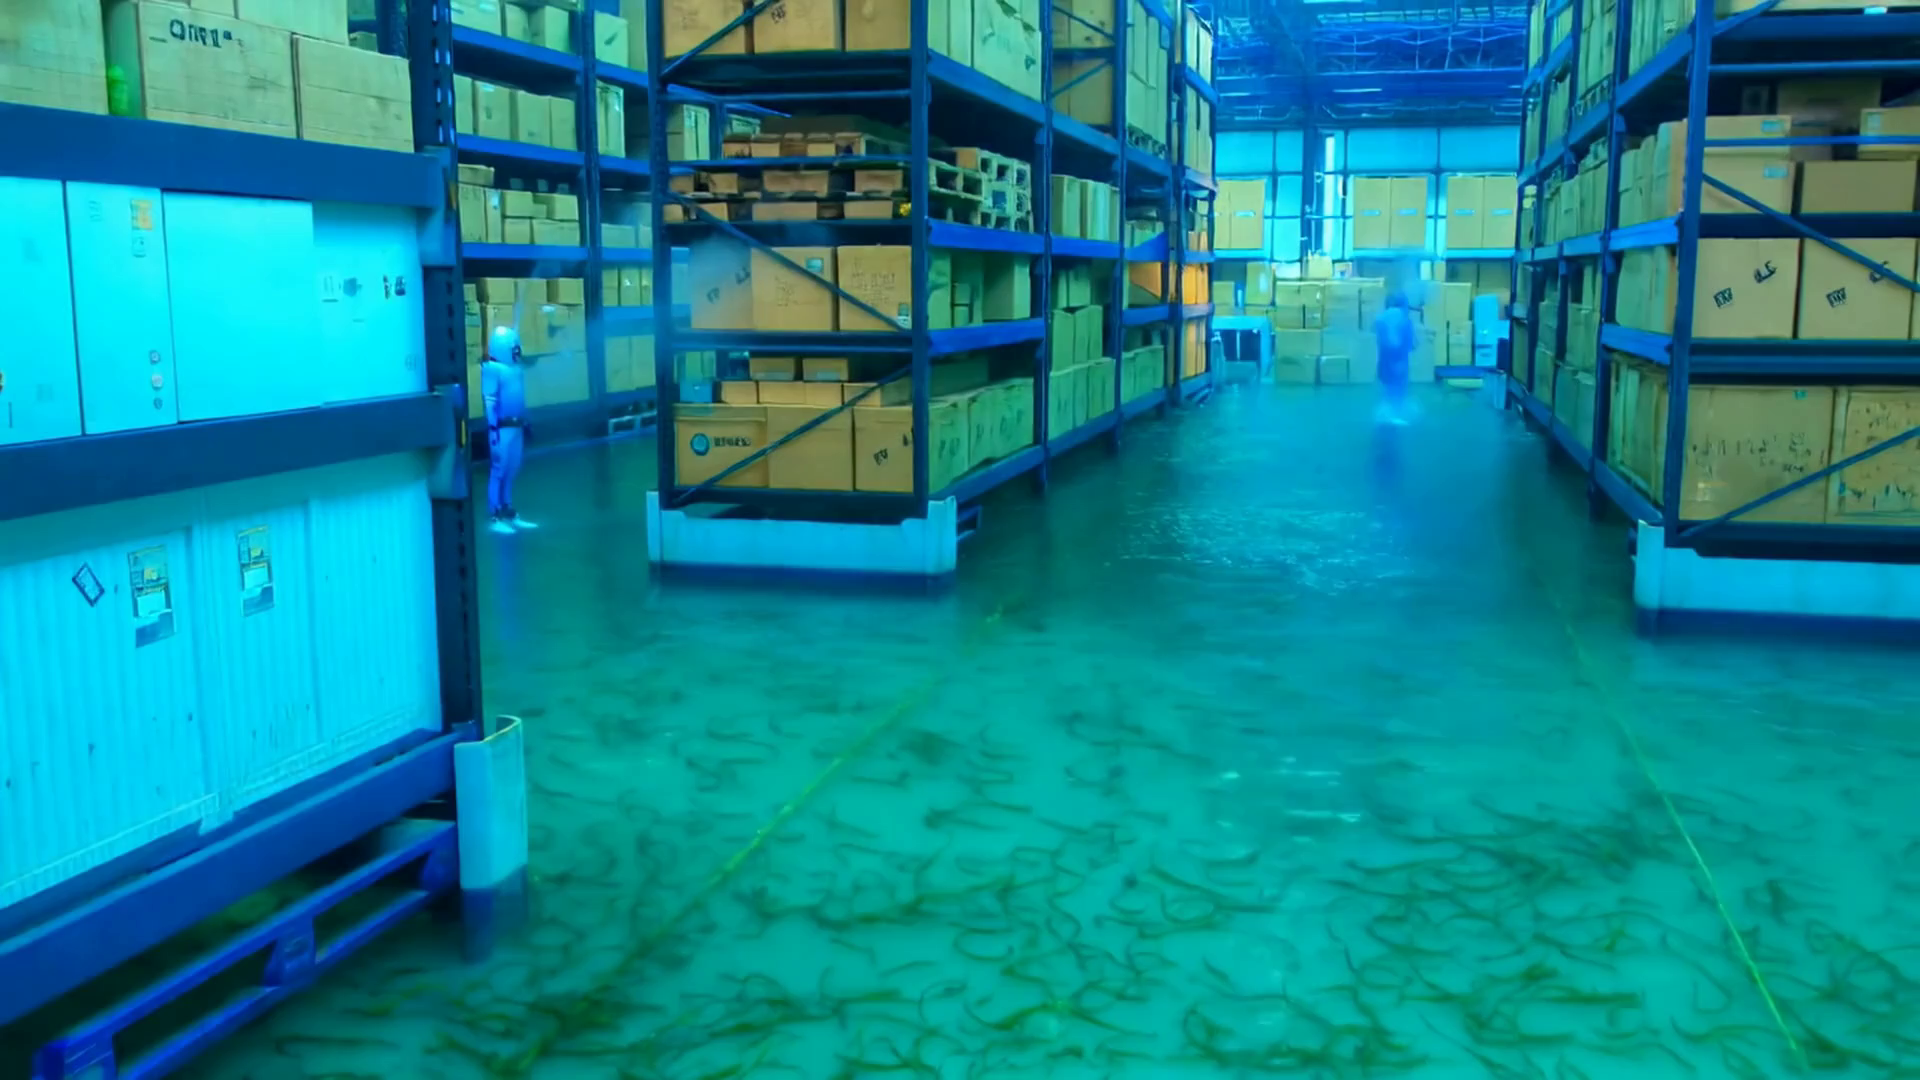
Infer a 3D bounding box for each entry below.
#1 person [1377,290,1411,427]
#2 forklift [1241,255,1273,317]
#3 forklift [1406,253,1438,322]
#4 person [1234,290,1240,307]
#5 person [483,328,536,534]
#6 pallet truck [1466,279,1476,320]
[{"bbox_3d":[5.946,-2.479,22.761,0.448,1.863,0.761,-1,9,-8],"label":"person"},{"bbox_3d":[10.551,-8.662,58.805,1.129,2.768,1.873,2,9,15],"label":"forklift"},{"bbox_3d":[14.942,-7.885,53.868,1.129,2.768,1.873,-2,9,-12],"label":"forklift"},{"bbox_3d":[10.268,-8.716,62.405,0.784,1.854,0.388,2,9,12],"label":"person"},{"bbox_3d":[-3.606,-0.873,13.270,0.280,1.633,0.502,2,9,15],"label":"person"},{"bbox_3d":[18.896,-8.459,60.307,1.885,1.965,0.823,5,10,31],"label":"pallet truck"}]
